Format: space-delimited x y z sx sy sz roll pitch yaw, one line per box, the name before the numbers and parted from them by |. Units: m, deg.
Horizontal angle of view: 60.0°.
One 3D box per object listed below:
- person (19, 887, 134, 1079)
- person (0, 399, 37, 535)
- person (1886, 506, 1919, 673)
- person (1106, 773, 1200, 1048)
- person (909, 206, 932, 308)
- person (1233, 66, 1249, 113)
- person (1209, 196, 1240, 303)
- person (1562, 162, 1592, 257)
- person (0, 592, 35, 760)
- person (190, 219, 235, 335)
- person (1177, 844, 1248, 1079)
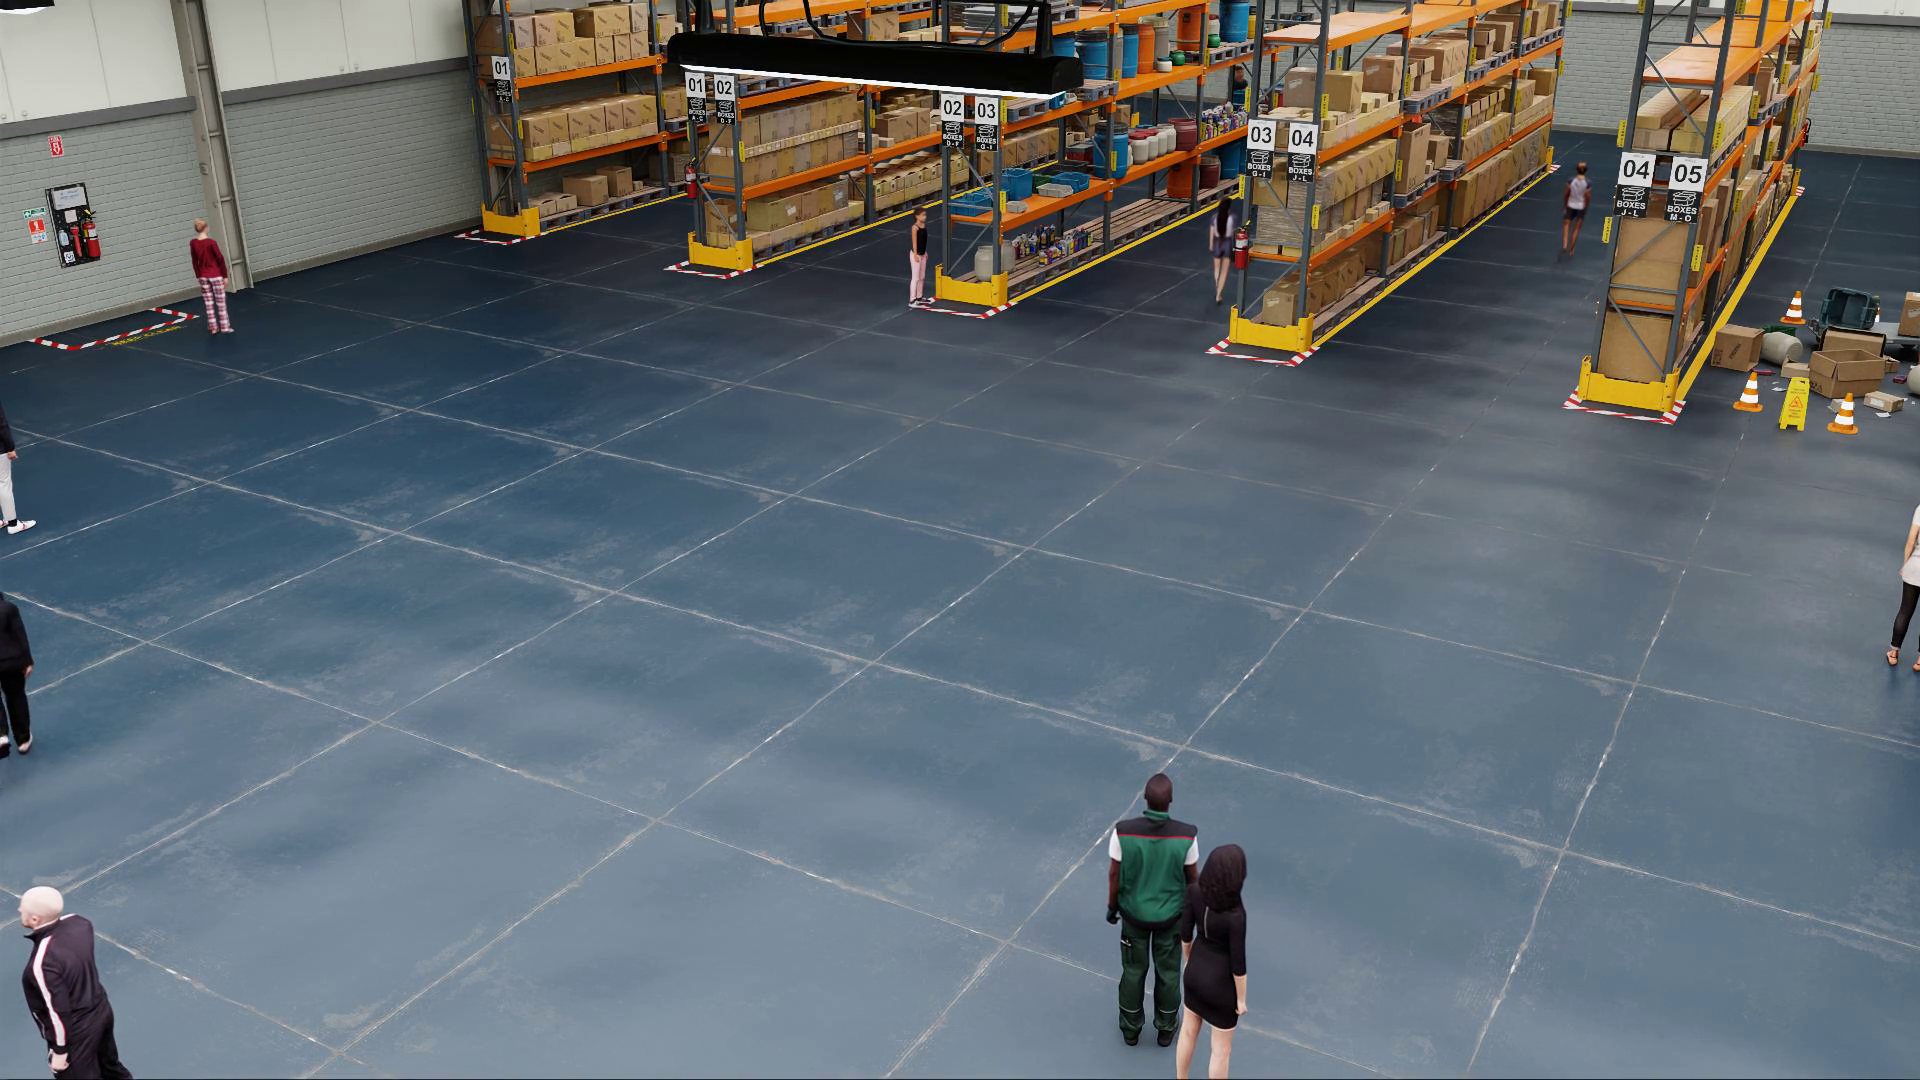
person | -4.721 2.639 8.942 0.828 1.836 0.720 -2 23 -4
person | -10.175 -1.020 17.401 0.763 1.950 0.670 7 24 15
person | 8.458 0.275 14.512 0.637 1.827 0.588 19 30 37
person | 1.147 2.212 9.942 0.776 1.839 0.749 2 23 5
person | -0.651 -4.424 25.900 0.581 1.562 0.448 11 25 23
person | 6.482 -10.210 39.175 1.046 1.822 1.128 -5 24 -12
person | 4.119 -4.521 26.070 0.677 1.609 1.044 10 25 22
person | 10.712 -5.746 28.954 0.588 1.605 0.636 10 25 23
person | -7.563 1.017 13.053 0.879 1.603 0.914 -12 26 -25
person | -11.013 -3.881 24.445 0.692 1.703 0.660 2 23 5
person | 1.406 2.497 9.318 0.629 1.802 0.665 -17 28 -34
